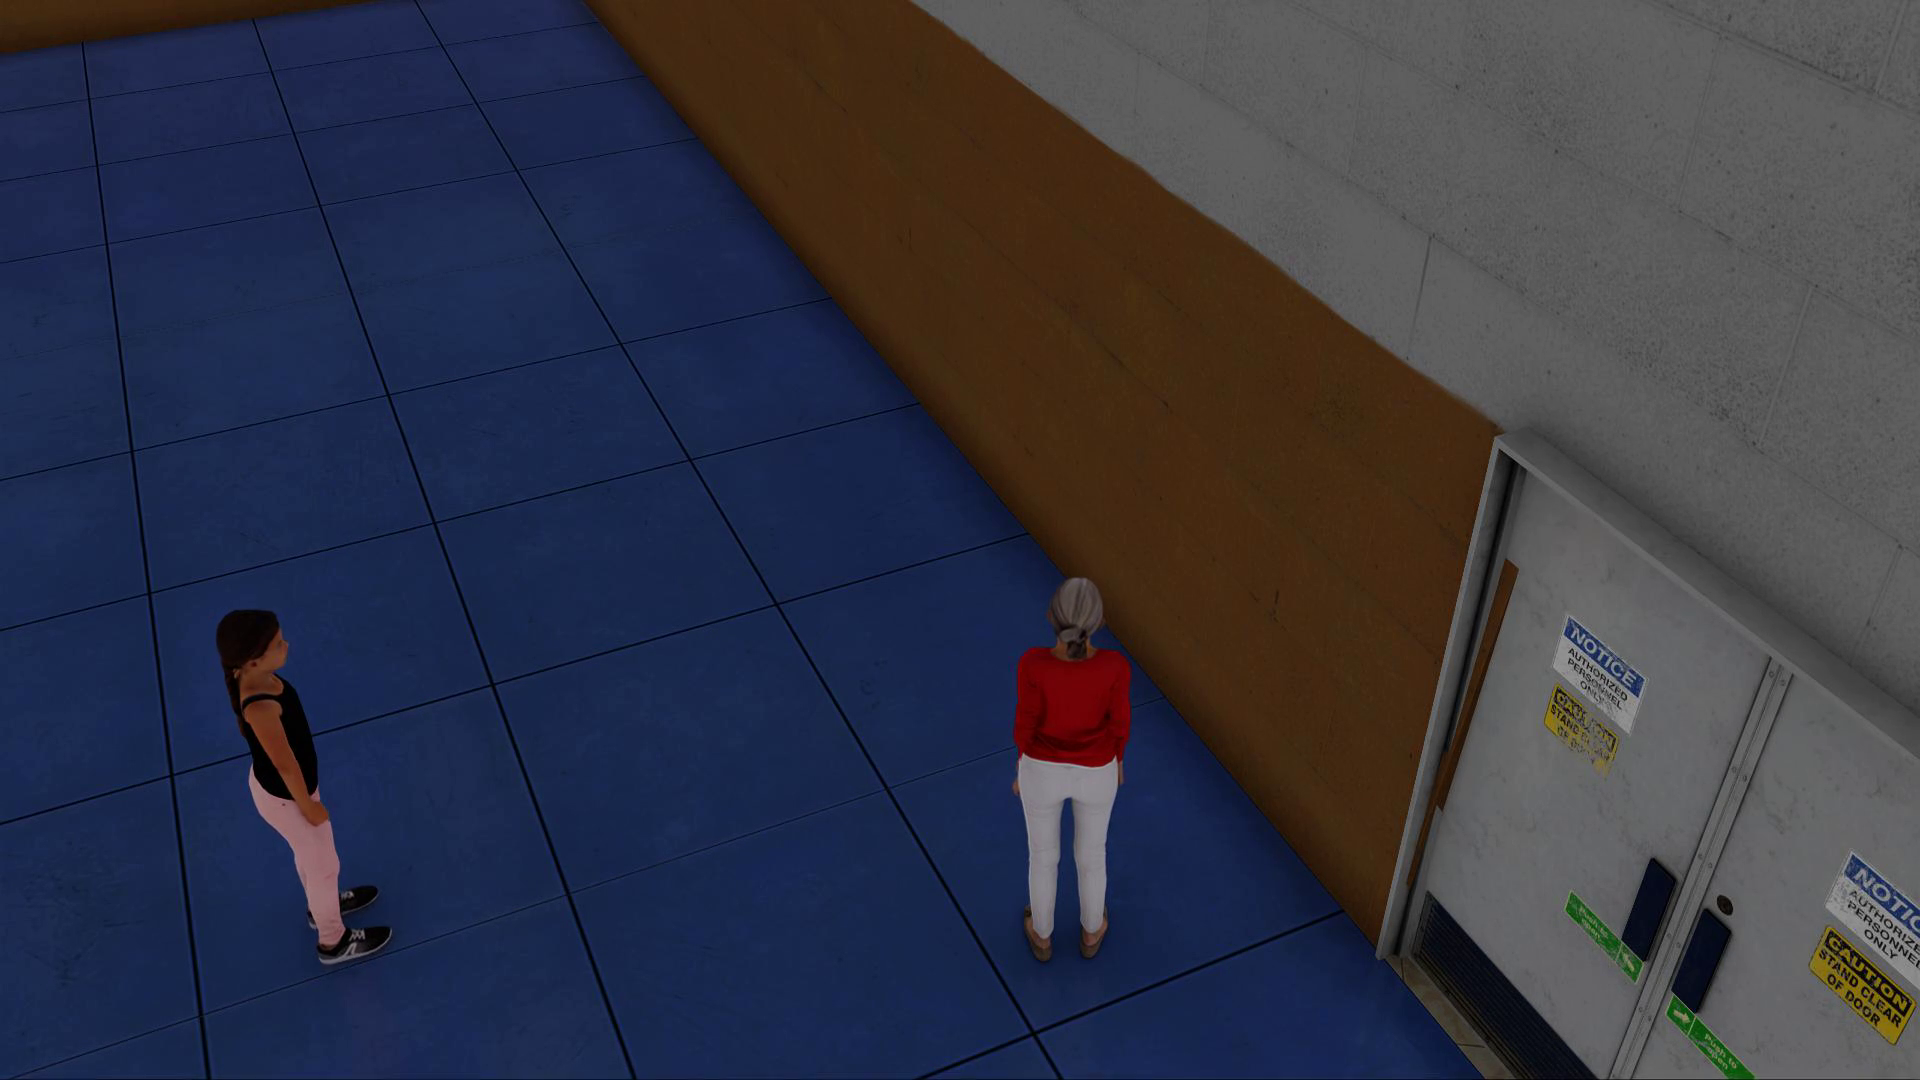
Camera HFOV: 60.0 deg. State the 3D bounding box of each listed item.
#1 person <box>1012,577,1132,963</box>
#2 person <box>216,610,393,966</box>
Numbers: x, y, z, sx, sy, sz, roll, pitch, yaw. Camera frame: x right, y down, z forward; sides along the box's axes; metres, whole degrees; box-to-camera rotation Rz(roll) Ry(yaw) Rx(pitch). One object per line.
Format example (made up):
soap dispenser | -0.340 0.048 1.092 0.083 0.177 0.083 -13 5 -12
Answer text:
person | 0.373 0.811 5.730 0.588 1.693 0.692 0 37 0
person | -2.327 0.863 5.770 0.539 1.563 0.535 -20 41 -24
